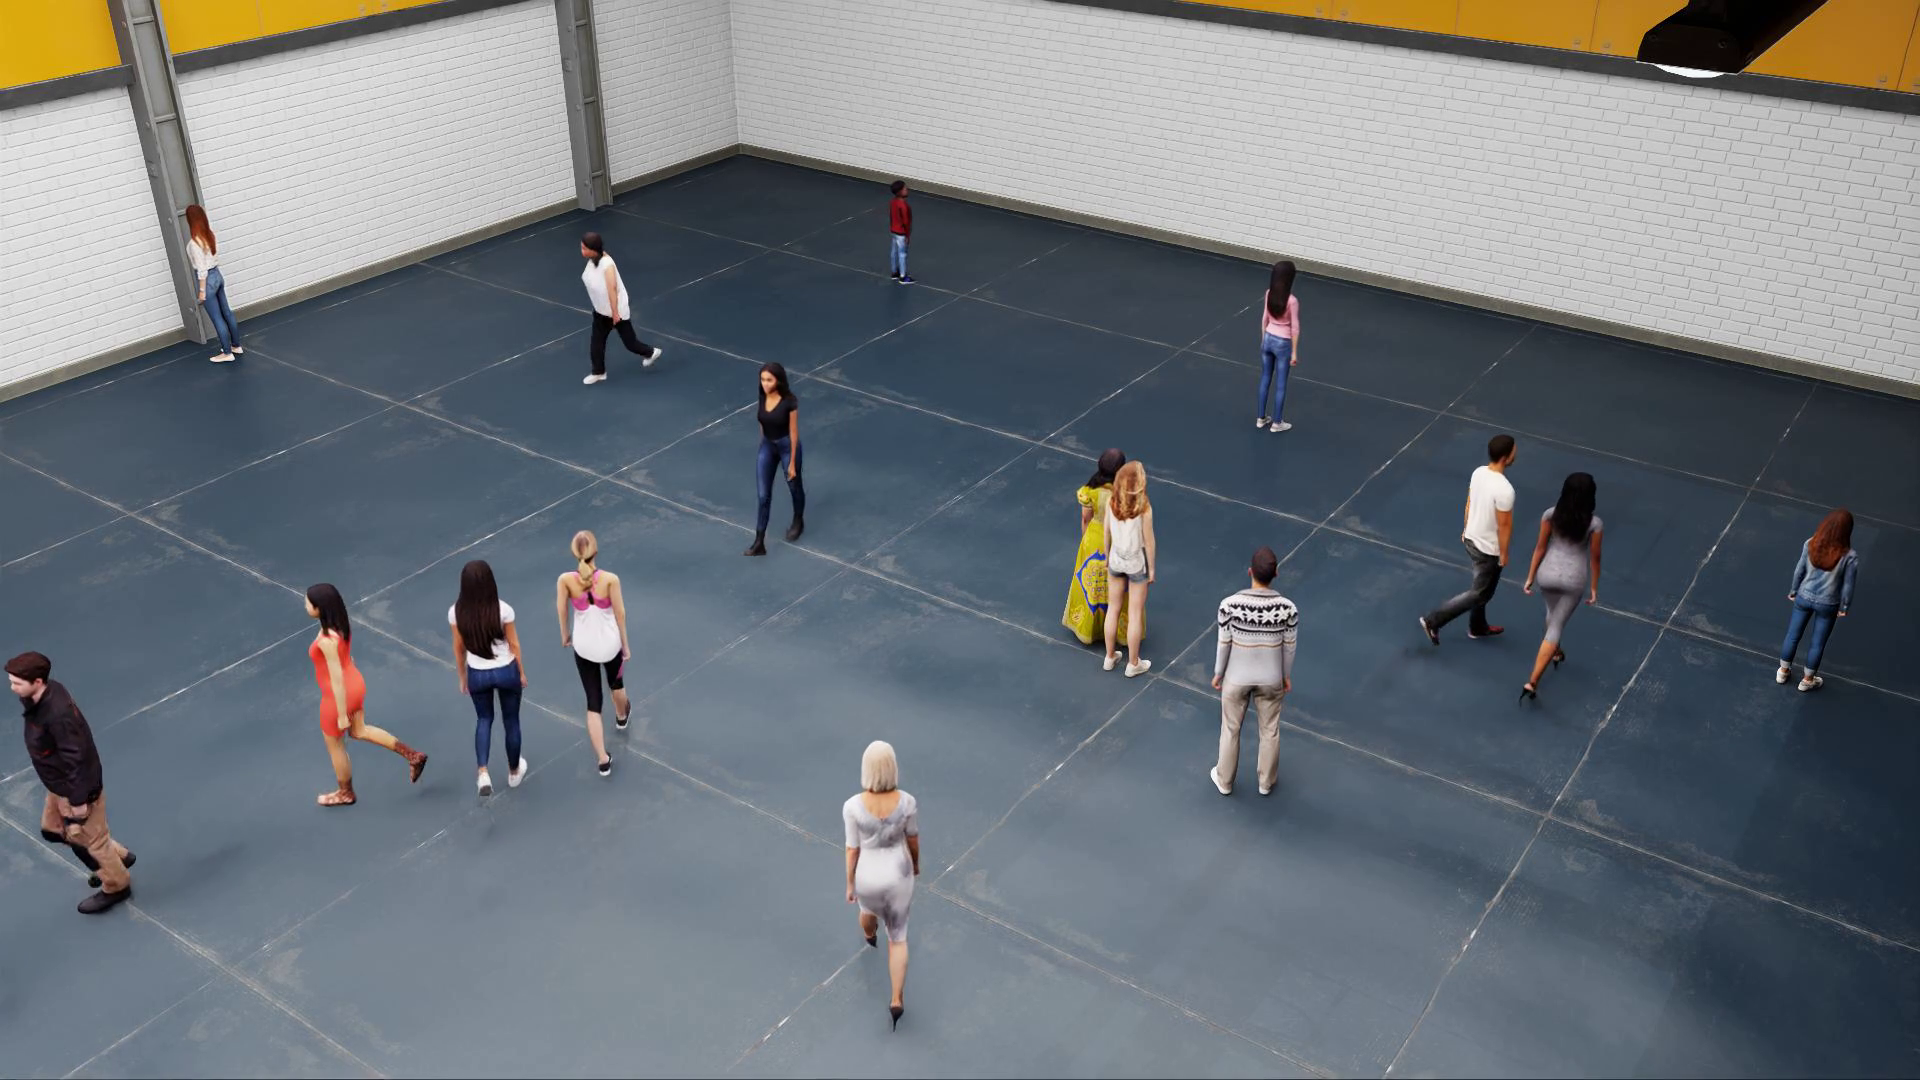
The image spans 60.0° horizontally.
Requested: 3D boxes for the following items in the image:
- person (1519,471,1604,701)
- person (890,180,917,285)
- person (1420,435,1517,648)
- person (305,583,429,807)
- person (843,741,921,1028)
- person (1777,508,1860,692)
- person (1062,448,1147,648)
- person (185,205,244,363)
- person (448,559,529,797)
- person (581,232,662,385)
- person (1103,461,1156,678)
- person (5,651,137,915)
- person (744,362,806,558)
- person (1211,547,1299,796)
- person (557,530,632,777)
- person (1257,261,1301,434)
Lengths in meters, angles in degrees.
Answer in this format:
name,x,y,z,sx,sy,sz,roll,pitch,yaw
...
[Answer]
name,x,y,z,sx,sy,sz,roll,pitch,yaw
person,4.356,0.386,12.156,0.649,1.729,1.069,17,33,29
person,-0.731,-3.764,20.260,0.584,1.255,0.571,-17,33,-28
person,3.938,0.047,12.721,1.111,1.785,1.039,-6,29,-10
person,-3.990,1.034,10.997,1.035,1.703,0.991,-4,29,-8
person,-0.415,1.957,9.307,1.048,1.701,1.139,-3,29,-6
person,6.360,0.436,12.330,0.608,1.476,0.548,25,38,38
person,1.154,0.056,12.834,0.970,1.659,0.946,6,29,11
person,-8.088,-2.778,17.959,0.712,1.728,0.598,2,29,4
person,-3.116,0.970,11.047,0.852,1.766,0.955,0,29,0
person,-3.613,-2.449,17.451,1.180,1.636,0.903,-18,33,-30
person,1.252,0.216,12.437,0.564,1.759,0.496,19,34,30
person,-5.266,1.436,10.049,0.750,1.905,0.770,-21,35,-33
person,-1.482,-0.743,14.259,0.737,1.699,1.132,11,30,19
person,1.958,0.894,11.086,0.767,1.862,0.767,2,29,3
person,-2.490,0.804,11.366,1.025,1.753,1.129,-2,29,-3
person,3.122,-1.919,16.369,0.583,1.742,0.620,-22,36,-35
